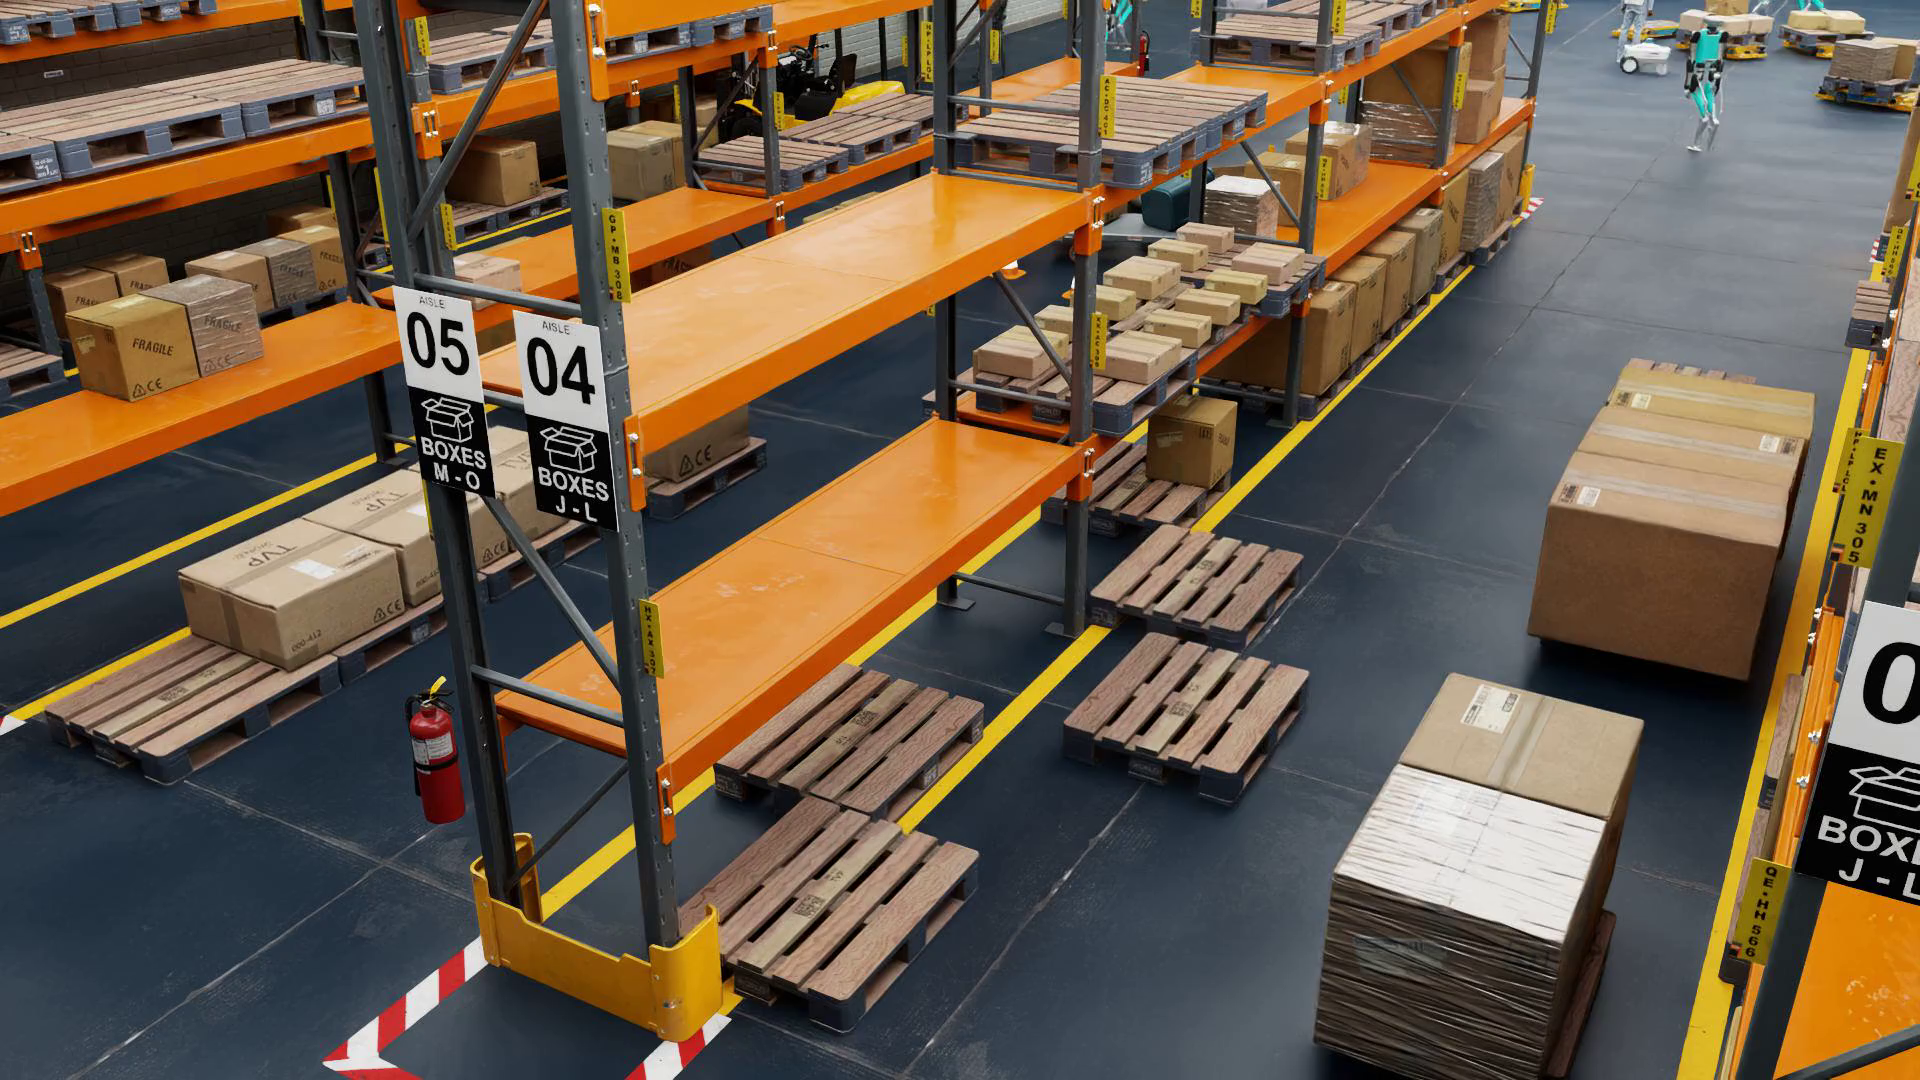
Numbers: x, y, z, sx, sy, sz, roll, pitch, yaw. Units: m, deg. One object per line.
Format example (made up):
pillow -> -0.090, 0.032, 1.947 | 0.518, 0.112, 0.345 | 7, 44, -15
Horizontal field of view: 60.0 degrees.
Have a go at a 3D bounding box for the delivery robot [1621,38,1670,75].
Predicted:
delivery robot -> 11.441, -8.073, 27.806 | 0.809, 0.611, 0.499 | 8, 27, 17

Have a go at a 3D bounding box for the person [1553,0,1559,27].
person -> 11.371, -10.787, 31.824 | 0.642, 1.940, 0.437 | 2, 26, 5

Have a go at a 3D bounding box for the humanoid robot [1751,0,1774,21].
humanoid robot -> 15.559, -10.813, 32.195 | 0.840, 1.855, 0.551 | 3, 26, 6

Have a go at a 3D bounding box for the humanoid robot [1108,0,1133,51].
humanoid robot -> 2.873, -9.608, 29.599 | 0.744, 1.760, 0.530 | -21, 33, -36

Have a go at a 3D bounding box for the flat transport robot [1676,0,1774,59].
flat transport robot -> 13.460, -8.721, 29.463 | 0.659, 0.231, 1.431 | -11, 28, -22

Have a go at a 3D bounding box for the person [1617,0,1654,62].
person -> 11.567, -9.141, 28.436 | 0.390, 1.920, 0.587 | -20, 32, -35

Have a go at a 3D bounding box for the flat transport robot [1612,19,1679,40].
flat transport robot -> 13.040, -9.592, 31.274 | 1.431, 0.231, 0.659 | -13, 28, -24

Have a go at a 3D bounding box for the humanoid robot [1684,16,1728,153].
humanoid robot -> 10.001, -5.979, 22.196 | 0.542, 1.889, 0.750 | -5, 26, -11

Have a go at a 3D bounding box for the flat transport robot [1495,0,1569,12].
flat transport robot -> 11.795, -11.087, 34.379 | 1.431, 0.231, 0.659 | -10, 27, -20

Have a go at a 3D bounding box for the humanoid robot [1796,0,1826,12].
humanoid robot -> 15.806, -10.201, 30.881 | 0.882, 1.791, 0.573 | -8, 27, -16

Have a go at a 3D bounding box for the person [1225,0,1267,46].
person -> 4.378, -7.789, 25.647 | 0.638, 1.901, 0.488 | 1, 26, 2

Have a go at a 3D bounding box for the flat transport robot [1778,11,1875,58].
flat transport robot -> 15.321, -8.759, 29.543 | 0.659, 0.231, 1.431 | -2, 26, -4

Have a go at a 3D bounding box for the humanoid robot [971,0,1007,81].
humanoid robot -> 0.525, -8.285, 26.981 | 0.729, 1.635, 0.586 | -3, 26, -7

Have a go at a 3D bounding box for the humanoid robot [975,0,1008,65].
humanoid robot -> 0.458, -8.788, 27.756 | 0.533, 1.677, 0.735 | 14, 29, 26

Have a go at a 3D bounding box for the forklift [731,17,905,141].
forklift -> -1.819, -5.975, 21.543 | 2.313, 2.155, 1.214 | 14, 29, 26

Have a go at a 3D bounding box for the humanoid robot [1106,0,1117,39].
humanoid robot -> 2.239, -8.294, 26.924 | 0.546, 1.817, 0.806 | 5, 26, 10

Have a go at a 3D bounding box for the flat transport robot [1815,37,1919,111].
flat transport robot -> 13.950, -6.790, 25.451 | 0.659, 0.231, 1.431 | -20, 32, -35
